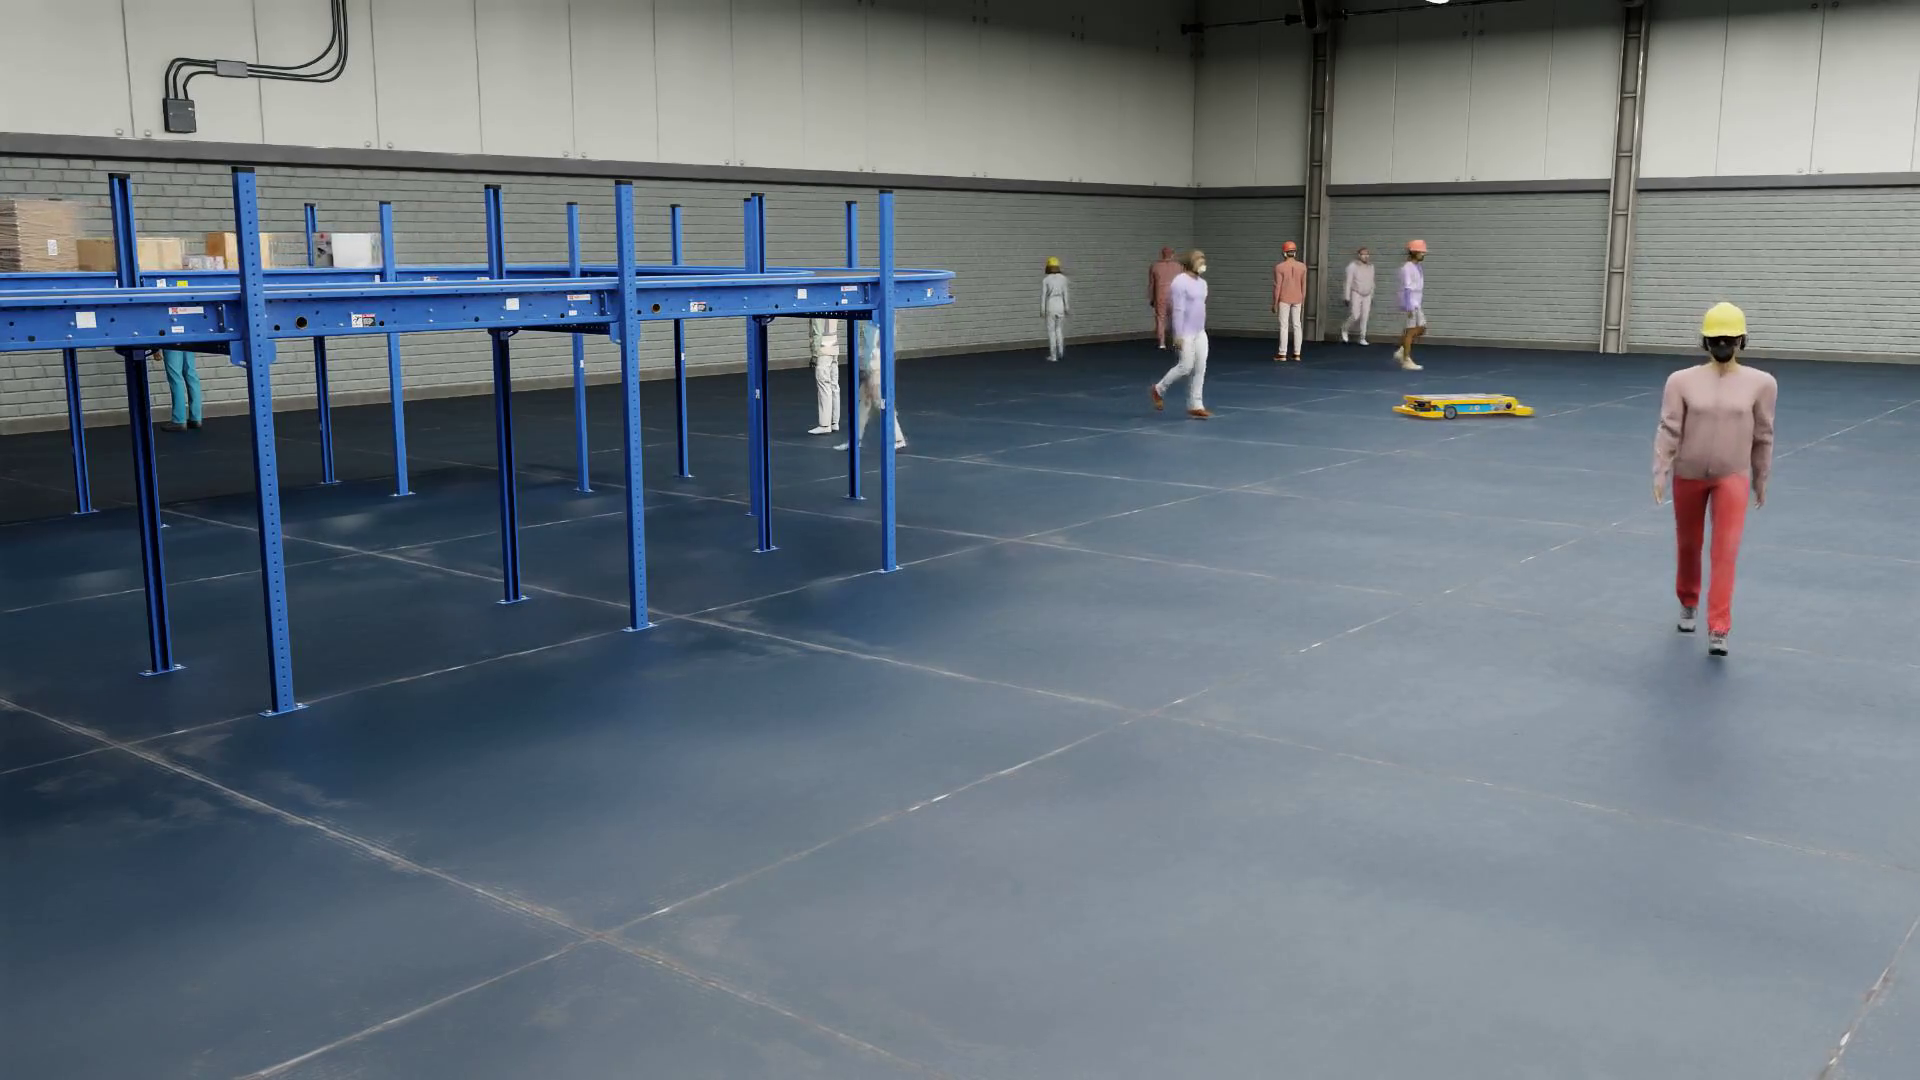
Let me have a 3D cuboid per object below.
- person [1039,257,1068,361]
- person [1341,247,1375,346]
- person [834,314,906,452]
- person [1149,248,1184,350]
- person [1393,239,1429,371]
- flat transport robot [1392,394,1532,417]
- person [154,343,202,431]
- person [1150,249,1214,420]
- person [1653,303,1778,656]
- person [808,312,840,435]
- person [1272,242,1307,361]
[{"bbox_3d":[1.565,-3.890,27.994,0.511,1.727,0.374,-5,11,-25],"label":"person"},{"bbox_3d":[7.701,-4.707,32.114,0.642,1.890,0.523,-5,11,-25],"label":"person"},{"bbox_3d":[-0.840,-1.623,15.864,0.730,1.622,0.532,0,10,2],"label":"person"},{"bbox_3d":[3.869,-4.502,31.017,0.679,1.860,0.950,3,11,16],"label":"person"},{"bbox_3d":[7.049,-3.653,25.885,0.432,2.028,0.612,7,12,33],"label":"person"},{"bbox_3d":[5.827,-1.567,19.305,1.431,0.197,0.652,-2,10,-13],"label":"flat transport robot"},{"bbox_3d":[-8.357,-2.100,17.765,0.390,1.850,0.564,3,11,17],"label":"person"},{"bbox_3d":[2.556,-2.338,18.891,0.677,1.918,0.635,10,14,43],"label":"person"},{"bbox_3d":[3.753,-0.323,8.312,0.530,1.709,0.949,5,11,27],"label":"person"},{"bbox_3d":[-1.416,-1.926,17.386,0.308,1.639,0.514,3,11,18],"label":"person"},{"bbox_3d":[5.531,-4.014,27.991,0.609,1.986,0.393,-3,11,-18],"label":"person"}]
